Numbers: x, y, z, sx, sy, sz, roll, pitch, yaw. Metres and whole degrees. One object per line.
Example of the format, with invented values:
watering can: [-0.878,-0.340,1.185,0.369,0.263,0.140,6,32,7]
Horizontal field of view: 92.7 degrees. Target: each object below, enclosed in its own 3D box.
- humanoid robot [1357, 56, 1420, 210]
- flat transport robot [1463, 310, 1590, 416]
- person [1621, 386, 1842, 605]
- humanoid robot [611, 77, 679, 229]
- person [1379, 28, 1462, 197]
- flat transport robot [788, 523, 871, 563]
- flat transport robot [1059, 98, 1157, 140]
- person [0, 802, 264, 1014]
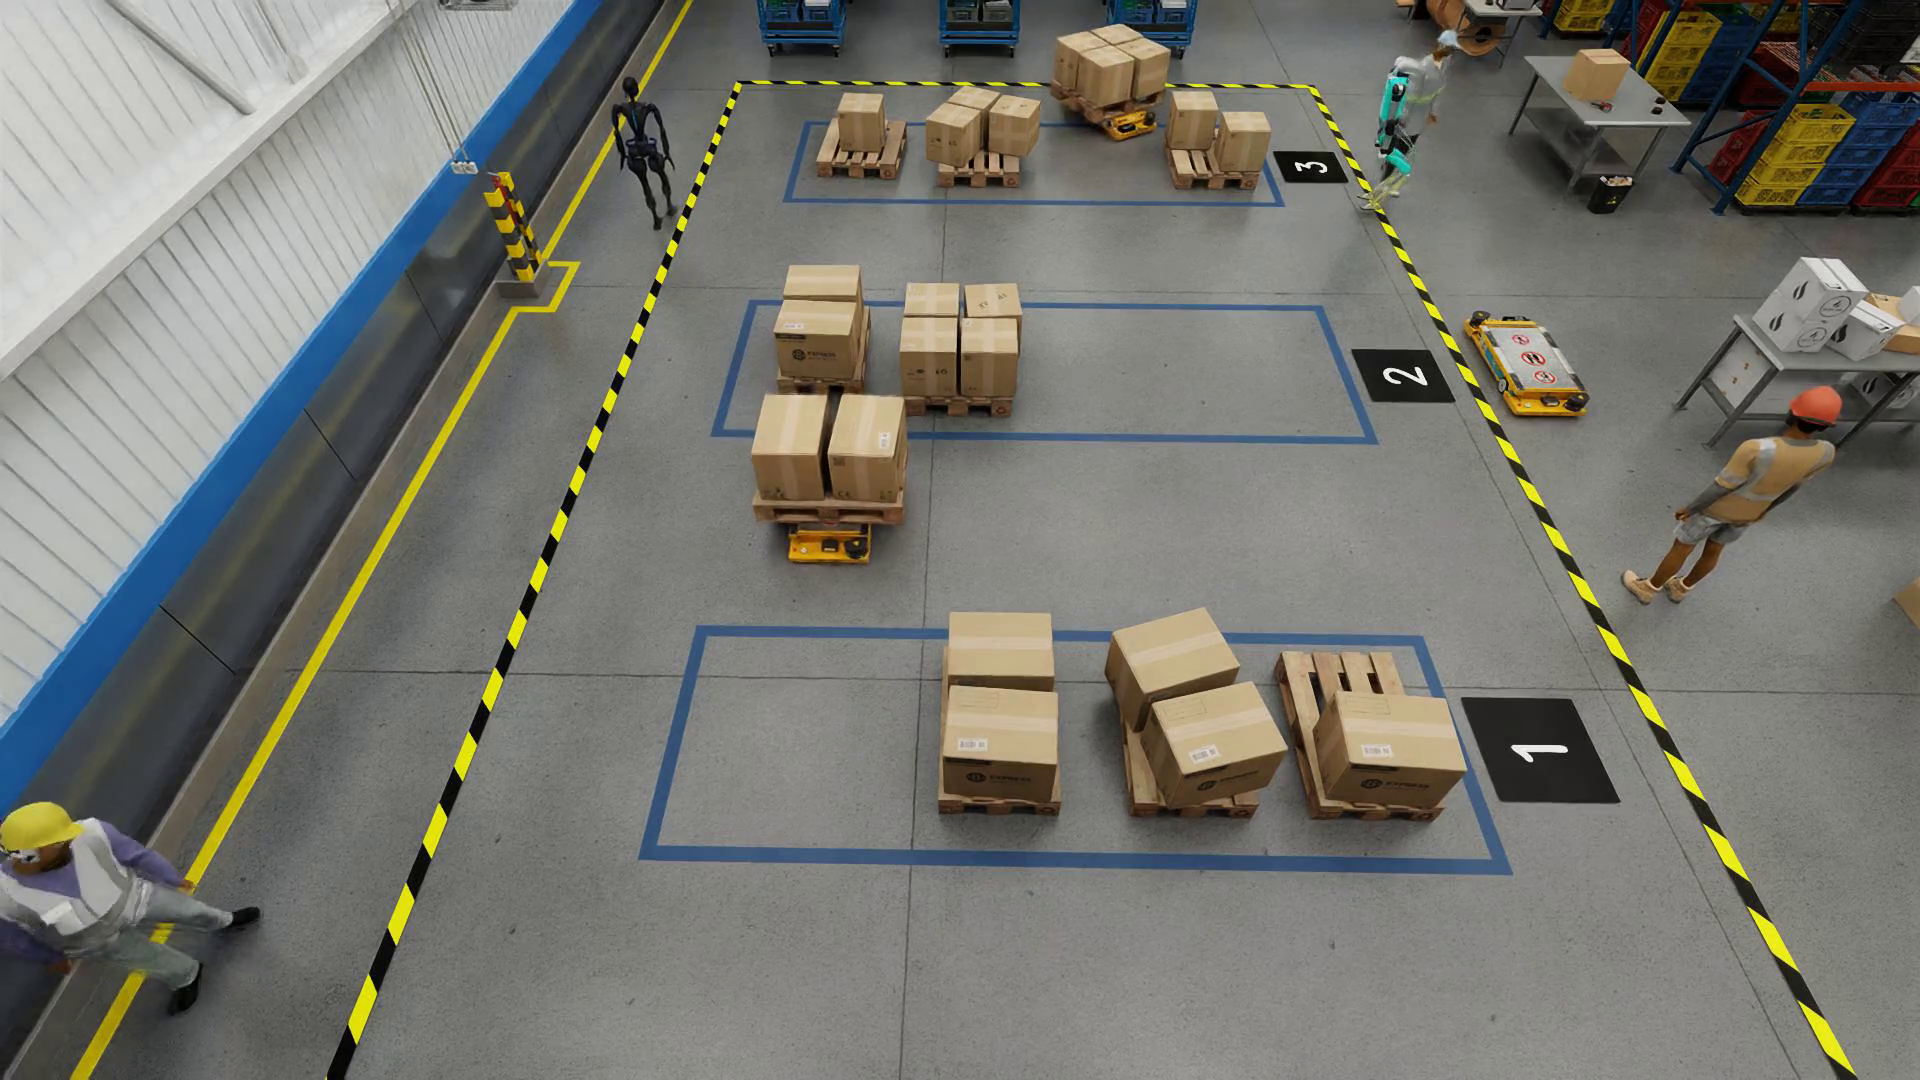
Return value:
humanoid robot: [5.030,-4.586,10.446,0.735,1.673,0.533,10,50,8]
flat transport robot: [5.573,-1.757,9.054,0.659,0.231,1.431,1,49,1]
person: [5.535,-0.266,6.592,0.614,2.039,0.373,0,49,0]
humanoid robot: [-3.592,-4.406,10.422,0.612,1.642,0.523,-7,50,-6]
person: [5.423,-5.109,10.938,0.641,1.807,0.537,-30,55,-23]
flat transport robot: [-1.059,-0.409,7.869,0.652,0.197,1.431,1,49,1]
flat transport robot: [2.035,-5.998,12.707,0.652,0.197,1.431,-24,53,-20]
person: [-4.458,1.964,4.843,0.406,1.777,0.670,25,54,20]
